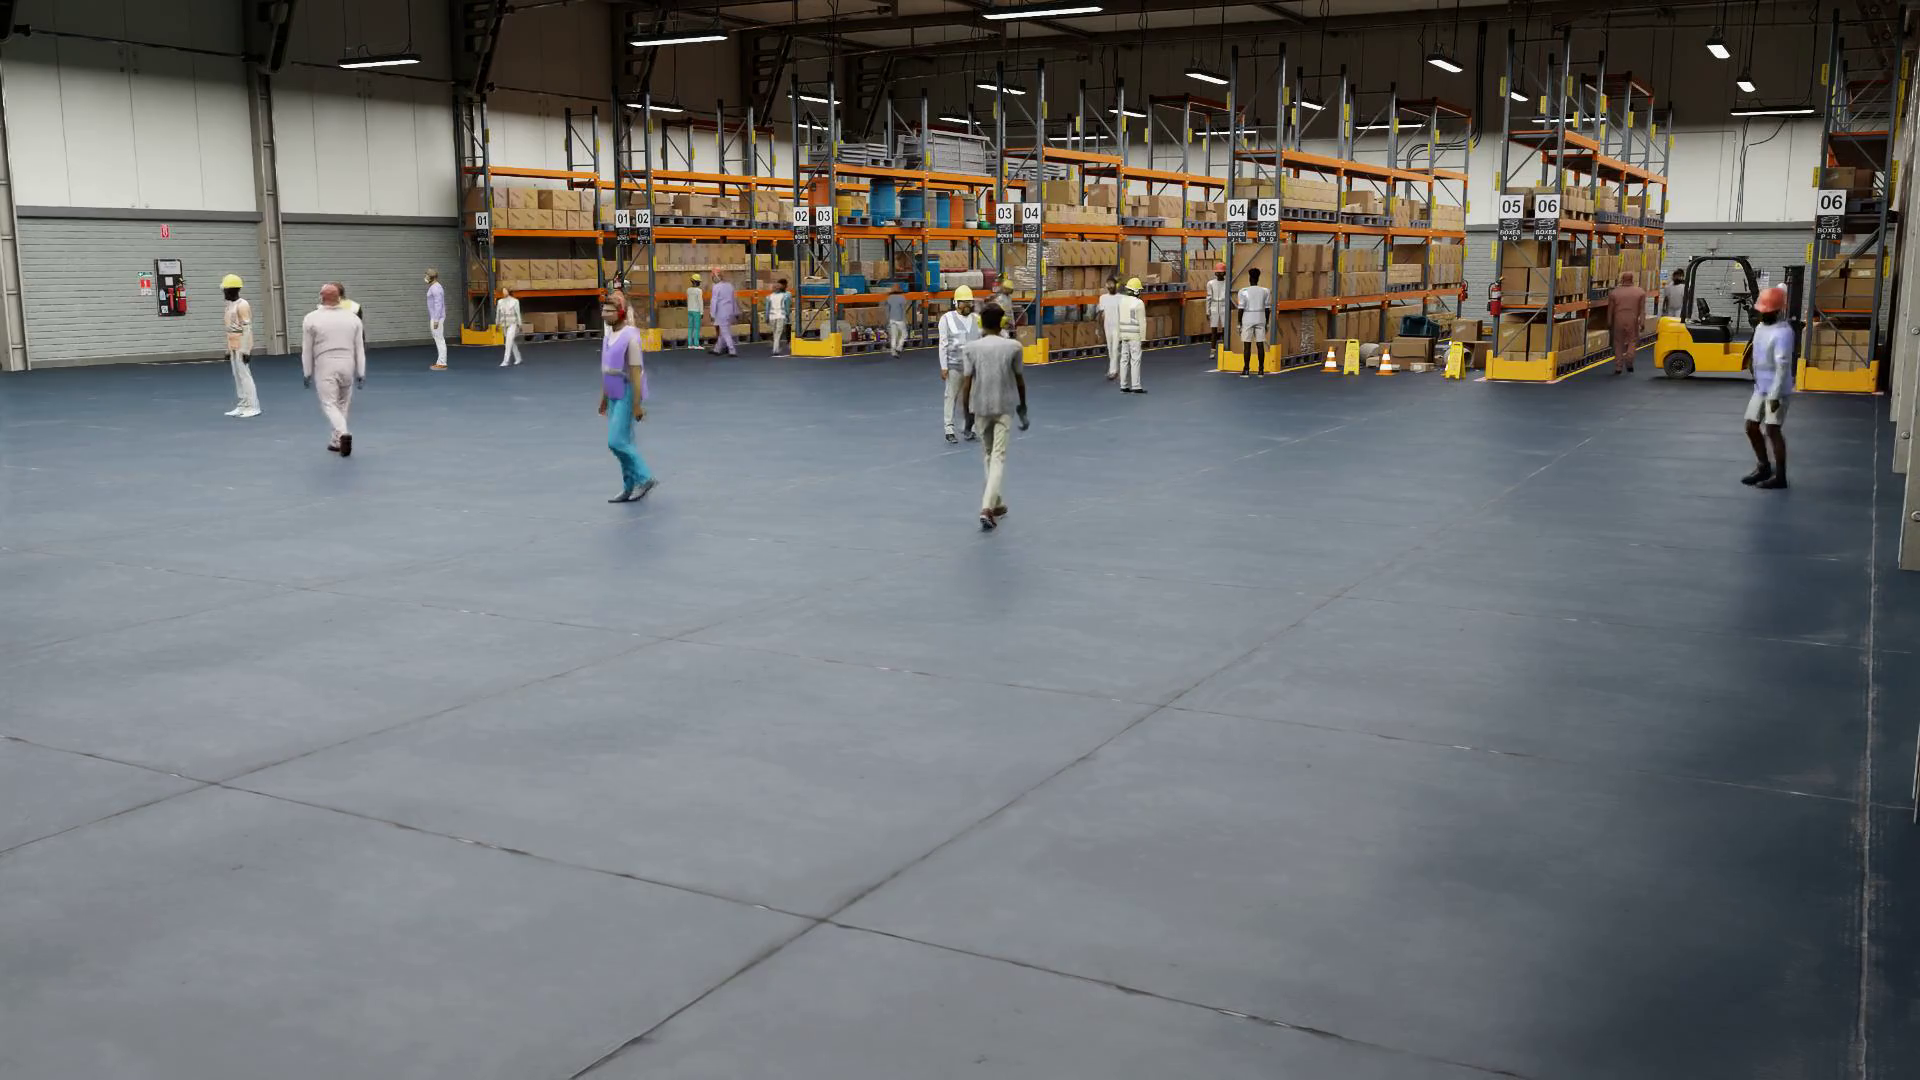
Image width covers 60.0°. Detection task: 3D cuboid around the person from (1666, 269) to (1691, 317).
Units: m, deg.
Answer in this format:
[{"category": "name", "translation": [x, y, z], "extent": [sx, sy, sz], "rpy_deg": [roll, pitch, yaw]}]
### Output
[{"category": "person", "translation": [17.416, -5.633, 40.296], "extent": [0.601, 1.885, 0.936], "rpy_deg": [5, 11, 28]}]

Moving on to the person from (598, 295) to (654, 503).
[{"category": "person", "translation": [-2.975, -1.231, 14.637], "extent": [0.439, 1.835, 0.559], "rpy_deg": [-6, 11, -32]}]

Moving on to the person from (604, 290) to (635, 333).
[{"category": "person", "translation": [-5.667, -3.350, 27.656], "extent": [0.515, 1.615, 0.581], "rpy_deg": [0, 10, 3]}]

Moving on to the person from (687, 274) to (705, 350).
[{"category": "person", "translation": [-6.174, -5.328, 38.868], "extent": [0.518, 1.757, 0.338], "rpy_deg": [8, 12, 38]}]

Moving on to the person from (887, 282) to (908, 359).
[{"category": "person", "translation": [-1.320, -4.641, 35.241], "extent": [0.521, 1.616, 0.376], "rpy_deg": [7, 12, 34]}]

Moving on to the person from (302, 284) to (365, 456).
[{"category": "person", "translation": [-6.846, -1.863, 18.225], "extent": [0.646, 1.879, 0.883], "rpy_deg": [-8, 13, -40]}]

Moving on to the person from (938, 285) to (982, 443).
[{"category": "person", "translation": [0.033, -2.050, 19.445], "extent": [0.586, 1.835, 0.403], "rpy_deg": [-5, 11, -29]}]

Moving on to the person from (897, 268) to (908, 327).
[{"category": "person", "translation": [-1.717, -6.747, 46.954], "extent": [0.589, 1.834, 0.985], "rpy_deg": [5, 11, 25]}]

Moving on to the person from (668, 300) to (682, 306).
[{"category": "person", "translation": [-7.162, -5.862, 41.838], "extent": [0.573, 1.802, 0.523], "rpy_deg": [-7, 12, -37]}]

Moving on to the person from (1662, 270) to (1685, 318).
[{"category": "person", "translation": [16.649, -5.354, 38.730], "extent": [0.519, 1.857, 0.612], "rpy_deg": [4, 11, 23]}]

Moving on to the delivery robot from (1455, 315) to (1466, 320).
[{"category": "delivery robot", "translation": [13.614, -5.937, 45.671], "extent": [0.707, 0.478, 0.477], "rpy_deg": [-1, 10, -8]}]

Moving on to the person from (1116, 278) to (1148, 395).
[{"category": "person", "translation": [2.729, -3.204, 26.206], "extent": [0.404, 1.831, 0.600], "rpy_deg": [-7, 12, -37]}]

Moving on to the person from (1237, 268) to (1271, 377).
[{"category": "person", "translation": [5.269, -3.897, 29.872], "extent": [0.603, 1.966, 0.368], "rpy_deg": [-1, 10, -5]}]

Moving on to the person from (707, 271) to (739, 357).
[{"category": "person", "translation": [-5.186, -4.884, 35.988], "extent": [0.927, 1.852, 0.690], "rpy_deg": [5, 11, 29]}]

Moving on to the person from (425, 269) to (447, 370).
[{"category": "person", "translation": [-10.014, -4.213, 31.808], "extent": [0.351, 1.936, 0.634], "rpy_deg": [-3, 10, -18]}]

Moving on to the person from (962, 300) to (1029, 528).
[{"category": "person", "translation": [0.271, -1.026, 13.493], "extent": [0.511, 1.832, 0.976], "rpy_deg": [3, 10, 16]}]

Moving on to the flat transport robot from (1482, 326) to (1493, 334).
[{"category": "flat transport robot", "translation": [14.360, -5.786, 45.886], "extent": [0.652, 0.197, 1.431], "rpy_deg": [0, 10, 3]}]

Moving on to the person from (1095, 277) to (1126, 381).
[{"category": "person", "translation": [2.647, -3.694, 29.138], "extent": [0.559, 1.809, 0.989], "rpy_deg": [4, 10, 22]}]

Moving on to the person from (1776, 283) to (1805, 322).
[{"category": "person", "translation": [18.402, -5.077, 36.943], "extent": [0.582, 1.918, 0.405], "rpy_deg": [5, 11, 26]}]

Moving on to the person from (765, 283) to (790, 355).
[{"category": "person", "translation": [-4.056, -4.885, 36.820], "extent": [0.504, 1.599, 0.886], "rpy_deg": [2, 10, 13]}]

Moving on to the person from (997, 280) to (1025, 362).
[{"category": "person", "translation": [0.903, -4.361, 33.403], "extent": [0.932, 1.683, 0.494], "rpy_deg": [5, 11, 27]}]

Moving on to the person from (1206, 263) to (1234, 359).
[{"category": "person", "translation": [5.492, -4.830, 35.136], "extent": [0.606, 2.037, 0.405], "rpy_deg": [4, 10, 22]}]

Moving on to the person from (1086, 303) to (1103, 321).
[{"category": "person", "translation": [3.586, -6.189, 43.417], "extent": [0.654, 1.925, 0.547], "rpy_deg": [2, 10, 13]}]

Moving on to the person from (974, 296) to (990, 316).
[{"category": "person", "translation": [0.661, -6.740, 46.943], "extent": [0.634, 1.812, 0.768], "rpy_deg": [5, 11, 25]}]

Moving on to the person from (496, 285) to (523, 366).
[{"category": "person", "translation": [-8.976, -4.278, 33.171], "extent": [0.527, 1.601, 0.835], "rpy_deg": [4, 10, 22]}]

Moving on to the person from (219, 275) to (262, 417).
[{"category": "person", "translation": [-9.803, -2.626, 22.598], "extent": [0.449, 1.925, 0.679], "rpy_deg": [-8, 13, -40]}]

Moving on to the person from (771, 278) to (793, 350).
[{"category": "person", "translation": [-4.146, -5.260, 38.695], "extent": [0.538, 1.672, 0.628], "rpy_deg": [-6, 12, -33]}]

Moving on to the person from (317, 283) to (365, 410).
[{"category": "person", "translation": [-8.842, -2.755, 23.684], "extent": [0.654, 1.789, 0.944], "rpy_deg": [-5, 11, -29]}]

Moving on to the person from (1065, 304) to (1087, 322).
[{"category": "person", "translation": [2.737, -5.635, 39.934], "extent": [0.615, 2.018, 0.858], "rpy_deg": [9, 13, 44]}]

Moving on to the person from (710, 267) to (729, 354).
[{"category": "person", "translation": [-5.353, -5.091, 36.955], "extent": [0.549, 1.934, 0.374], "rpy_deg": [9, 13, 44]}]

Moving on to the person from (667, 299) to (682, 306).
[{"category": "person", "translation": [-7.732, -6.409, 44.888], "extent": [0.589, 1.865, 0.602], "rpy_deg": [5, 11, 26]}]

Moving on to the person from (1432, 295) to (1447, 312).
[{"category": "person", "translation": [13.506, -6.801, 47.028], "extent": [0.742, 1.908, 0.553], "rpy_deg": [-6, 11, -30]}]

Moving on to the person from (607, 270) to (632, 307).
[{"category": "person", "translation": [-8.495, -5.841, 41.634], "extent": [0.623, 1.840, 0.430], "rpy_deg": [1, 10, 8]}]

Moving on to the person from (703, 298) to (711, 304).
[{"category": "person", "translation": [-6.827, -6.295, 44.621], "extent": [0.542, 1.724, 0.906], "rpy_deg": [4, 10, 22]}]

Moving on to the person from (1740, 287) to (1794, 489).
[{"category": "person", "translation": [7.551, -1.405, 15.493], "extent": [0.562, 1.890, 0.561], "rpy_deg": [-1, 10, -6]}]

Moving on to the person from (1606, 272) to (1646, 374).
[{"category": "person", "translation": [12.419, -4.051, 31.028], "extent": [0.686, 1.873, 0.830], "rpy_deg": [4, 11, 23]}]
